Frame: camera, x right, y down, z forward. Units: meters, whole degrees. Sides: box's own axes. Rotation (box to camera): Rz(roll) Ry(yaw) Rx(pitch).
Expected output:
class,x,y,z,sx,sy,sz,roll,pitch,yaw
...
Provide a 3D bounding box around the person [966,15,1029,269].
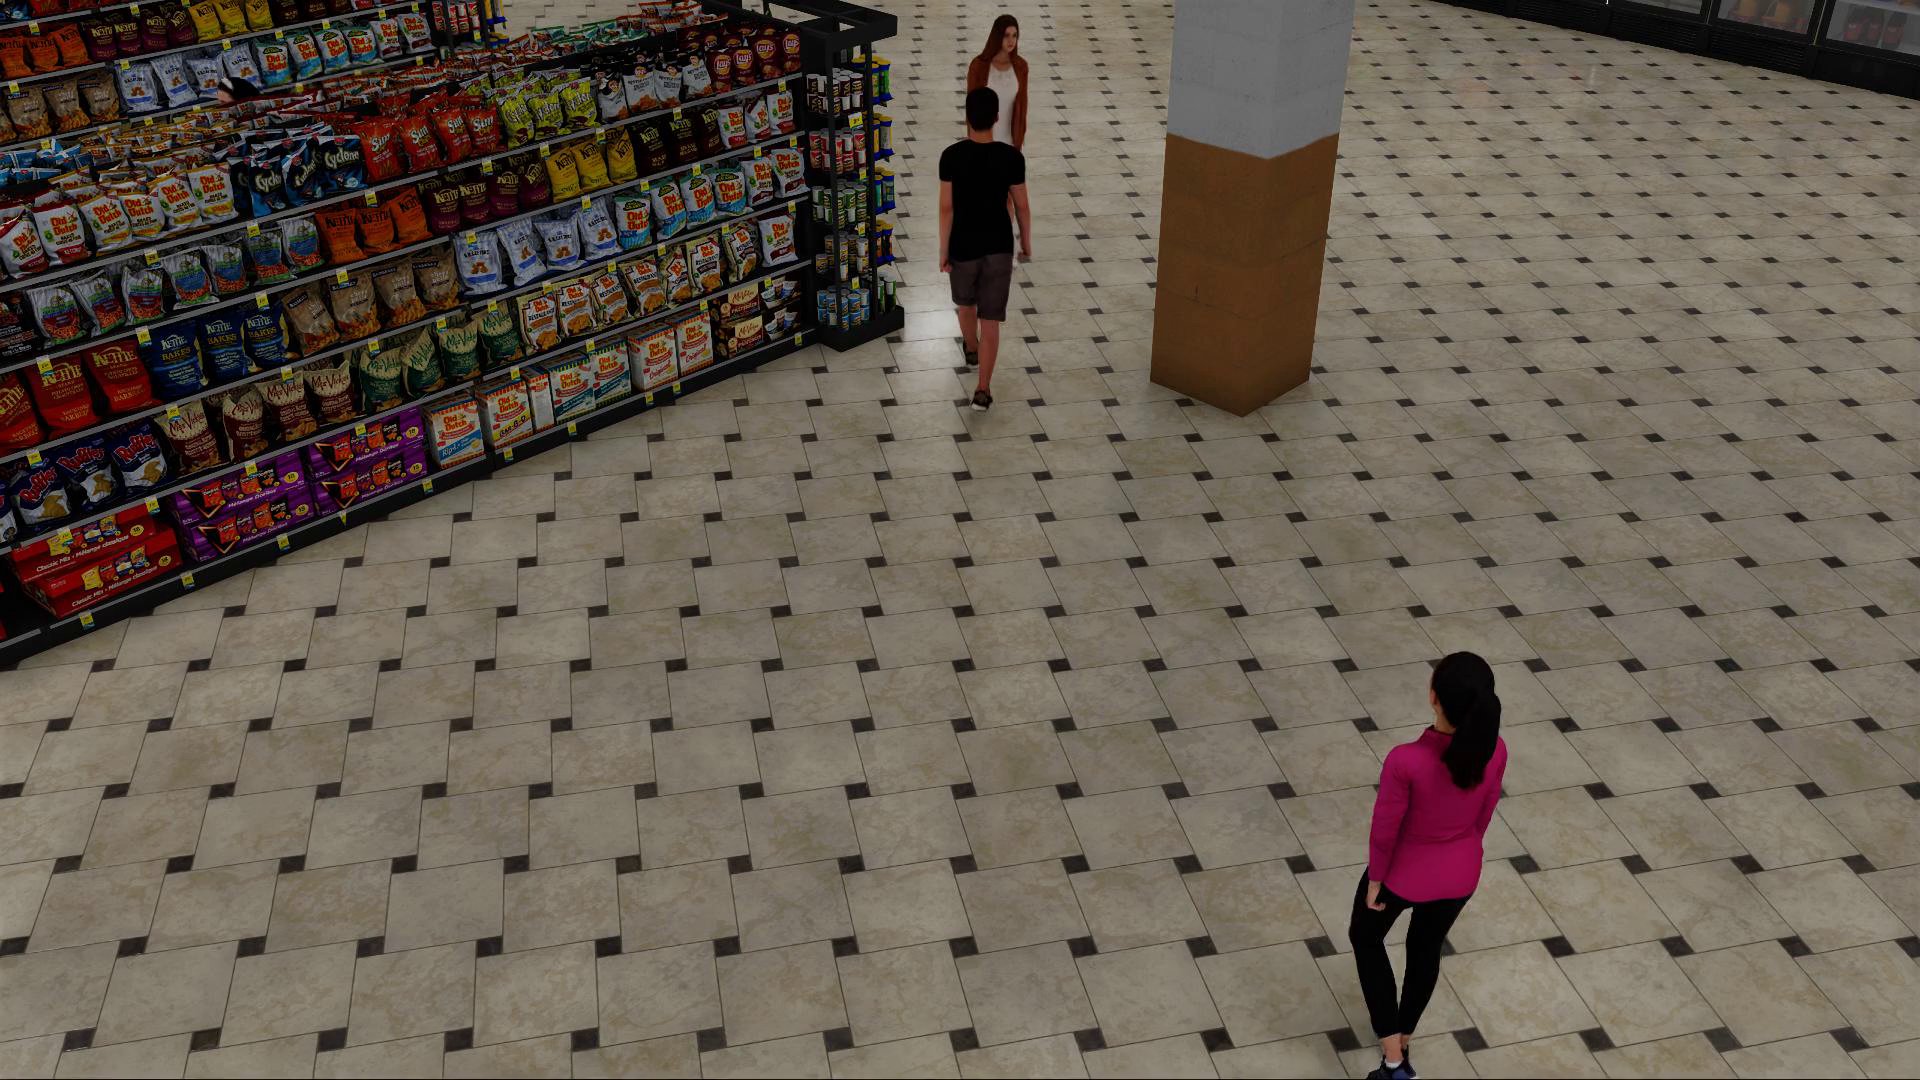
class,x,y,z,sx,sy,sz,roll,pitch,yaw
person,0.210,-2.773,11.467,1.045,1.700,1.002,-6,32,-9

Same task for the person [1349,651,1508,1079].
class,x,y,z,sx,sy,sz,roll,pitch,yaw
person,1.495,1.117,5.231,0.800,1.685,0.844,-5,32,-7

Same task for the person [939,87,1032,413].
class,x,y,z,sx,sy,sz,roll,pitch,yaw
person,0.117,-1.610,9.490,1.203,1.815,1.281,1,32,1
